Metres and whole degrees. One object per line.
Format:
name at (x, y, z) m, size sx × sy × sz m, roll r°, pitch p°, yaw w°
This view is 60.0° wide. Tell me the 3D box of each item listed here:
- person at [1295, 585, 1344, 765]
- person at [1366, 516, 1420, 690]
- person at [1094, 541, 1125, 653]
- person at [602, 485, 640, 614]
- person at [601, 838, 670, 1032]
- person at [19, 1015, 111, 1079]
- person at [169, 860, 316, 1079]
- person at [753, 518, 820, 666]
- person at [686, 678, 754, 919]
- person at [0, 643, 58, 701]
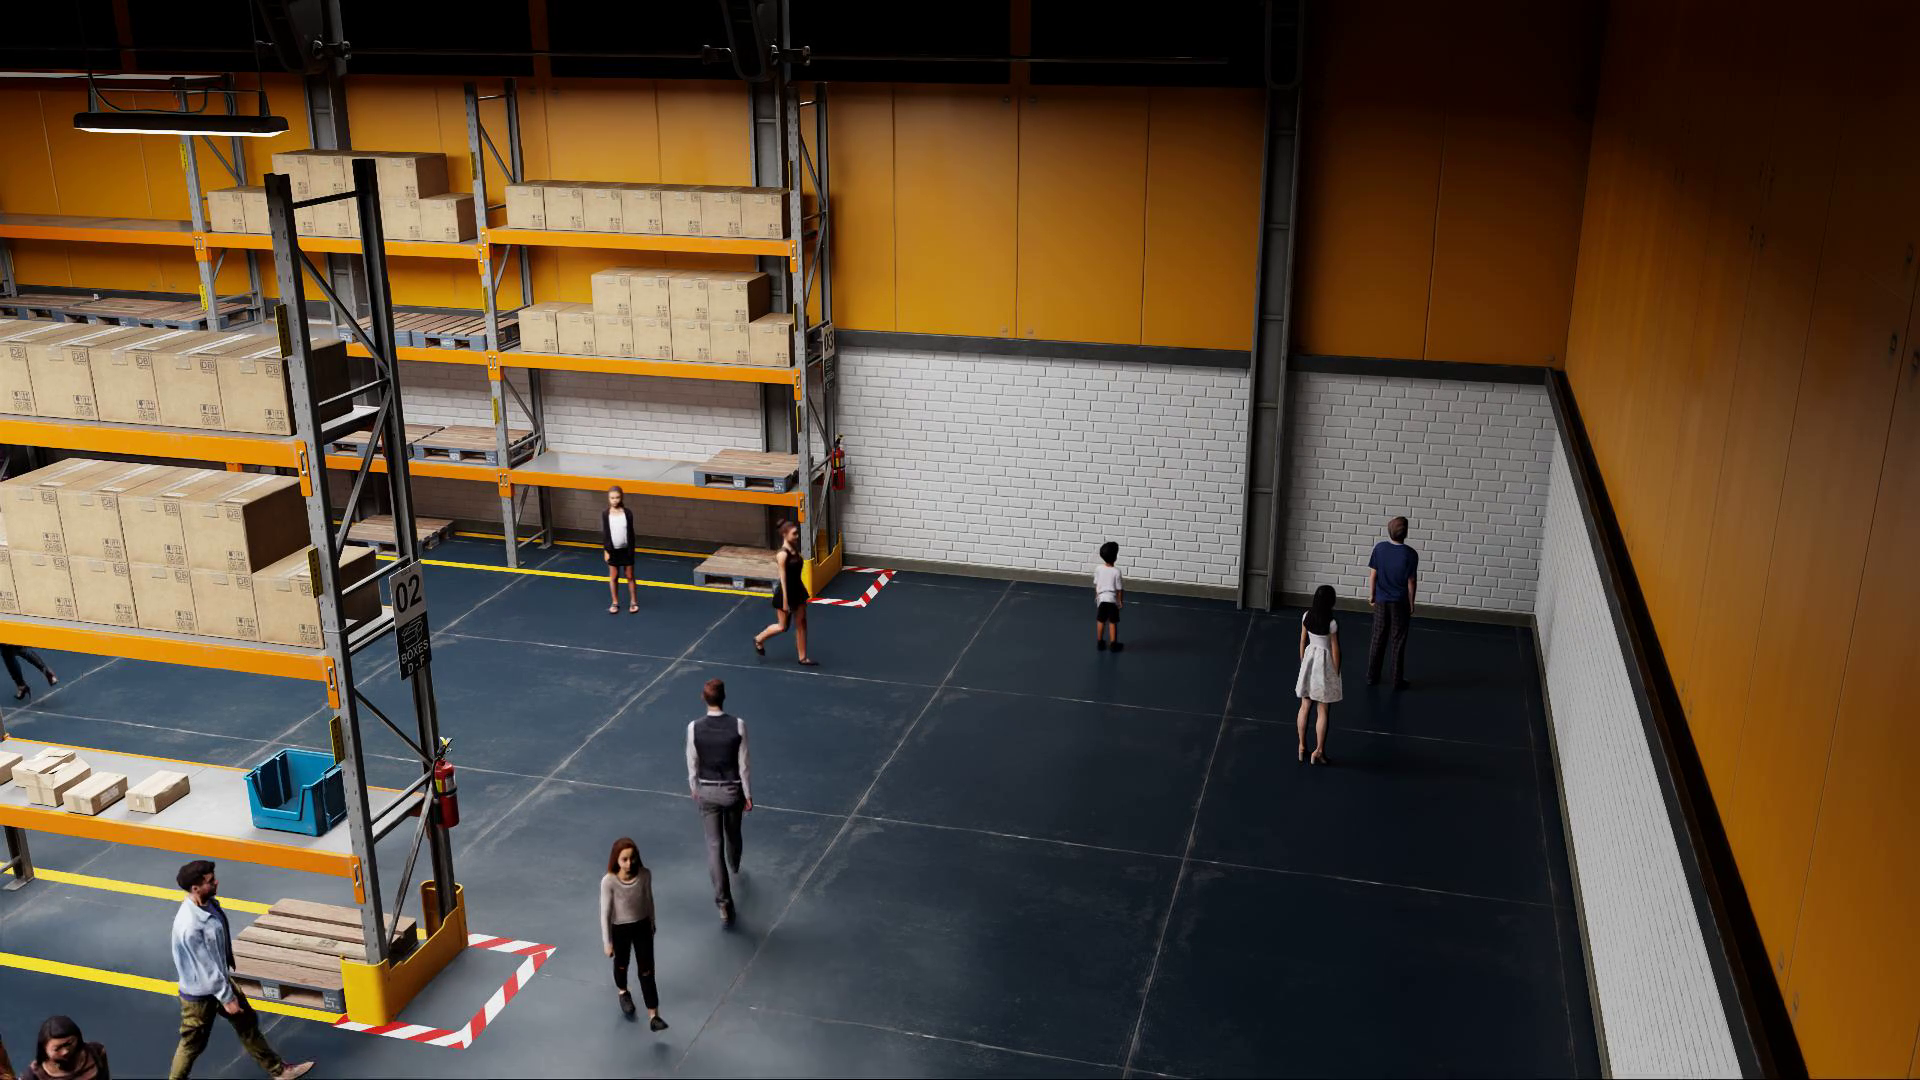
person at (3.402, 1.266, 15.757) m, size 0.828 × 1.773 × 0.741 m, roll -17°, pitch 25°, yaw -41°
person at (4.539, 0.645, 17.450) m, size 0.594 × 1.871 × 0.783 m, roll 12°, pitch 22°, yaw 32°
person at (1.646, 0.626, 18.465) m, size 0.467 × 1.259 × 0.587 m, roll 9°, pitch 21°, yaw 25°
person at (-4.001, 0.097, 19.576) m, size 0.566 × 1.552 × 0.662 m, roll -2°, pitch 19°, yaw -7°
person at (-2.383, 2.754, 11.849) m, size 0.953 × 1.448 × 1.013 m, roll -11°, pitch 21°, yaw -29°
person at (-5.096, 3.418, 9.534) m, size 0.989 × 1.667 × 1.150 m, roll -17°, pitch 25°, yaw -40°
person at (-4.988, 2.940, 10.803) m, size 1.265 × 1.762 × 0.986 m, roll -2°, pitch 19°, yaw -6°
person at (-1.912, 0.581, 17.981) m, size 0.989 × 1.653 × 0.612 m, roll 6°, pitch 20°, yaw 18°
person at (-1.913, 2.072, 13.188) m, size 1.298 × 1.886 × 1.052 m, roll -2°, pitch 19°, yaw -4°
person at (-9.652, 0.888, 17.014) m, size 0.805 × 1.688 × 0.673 m, roll 3°, pitch 19°, yaw 9°
